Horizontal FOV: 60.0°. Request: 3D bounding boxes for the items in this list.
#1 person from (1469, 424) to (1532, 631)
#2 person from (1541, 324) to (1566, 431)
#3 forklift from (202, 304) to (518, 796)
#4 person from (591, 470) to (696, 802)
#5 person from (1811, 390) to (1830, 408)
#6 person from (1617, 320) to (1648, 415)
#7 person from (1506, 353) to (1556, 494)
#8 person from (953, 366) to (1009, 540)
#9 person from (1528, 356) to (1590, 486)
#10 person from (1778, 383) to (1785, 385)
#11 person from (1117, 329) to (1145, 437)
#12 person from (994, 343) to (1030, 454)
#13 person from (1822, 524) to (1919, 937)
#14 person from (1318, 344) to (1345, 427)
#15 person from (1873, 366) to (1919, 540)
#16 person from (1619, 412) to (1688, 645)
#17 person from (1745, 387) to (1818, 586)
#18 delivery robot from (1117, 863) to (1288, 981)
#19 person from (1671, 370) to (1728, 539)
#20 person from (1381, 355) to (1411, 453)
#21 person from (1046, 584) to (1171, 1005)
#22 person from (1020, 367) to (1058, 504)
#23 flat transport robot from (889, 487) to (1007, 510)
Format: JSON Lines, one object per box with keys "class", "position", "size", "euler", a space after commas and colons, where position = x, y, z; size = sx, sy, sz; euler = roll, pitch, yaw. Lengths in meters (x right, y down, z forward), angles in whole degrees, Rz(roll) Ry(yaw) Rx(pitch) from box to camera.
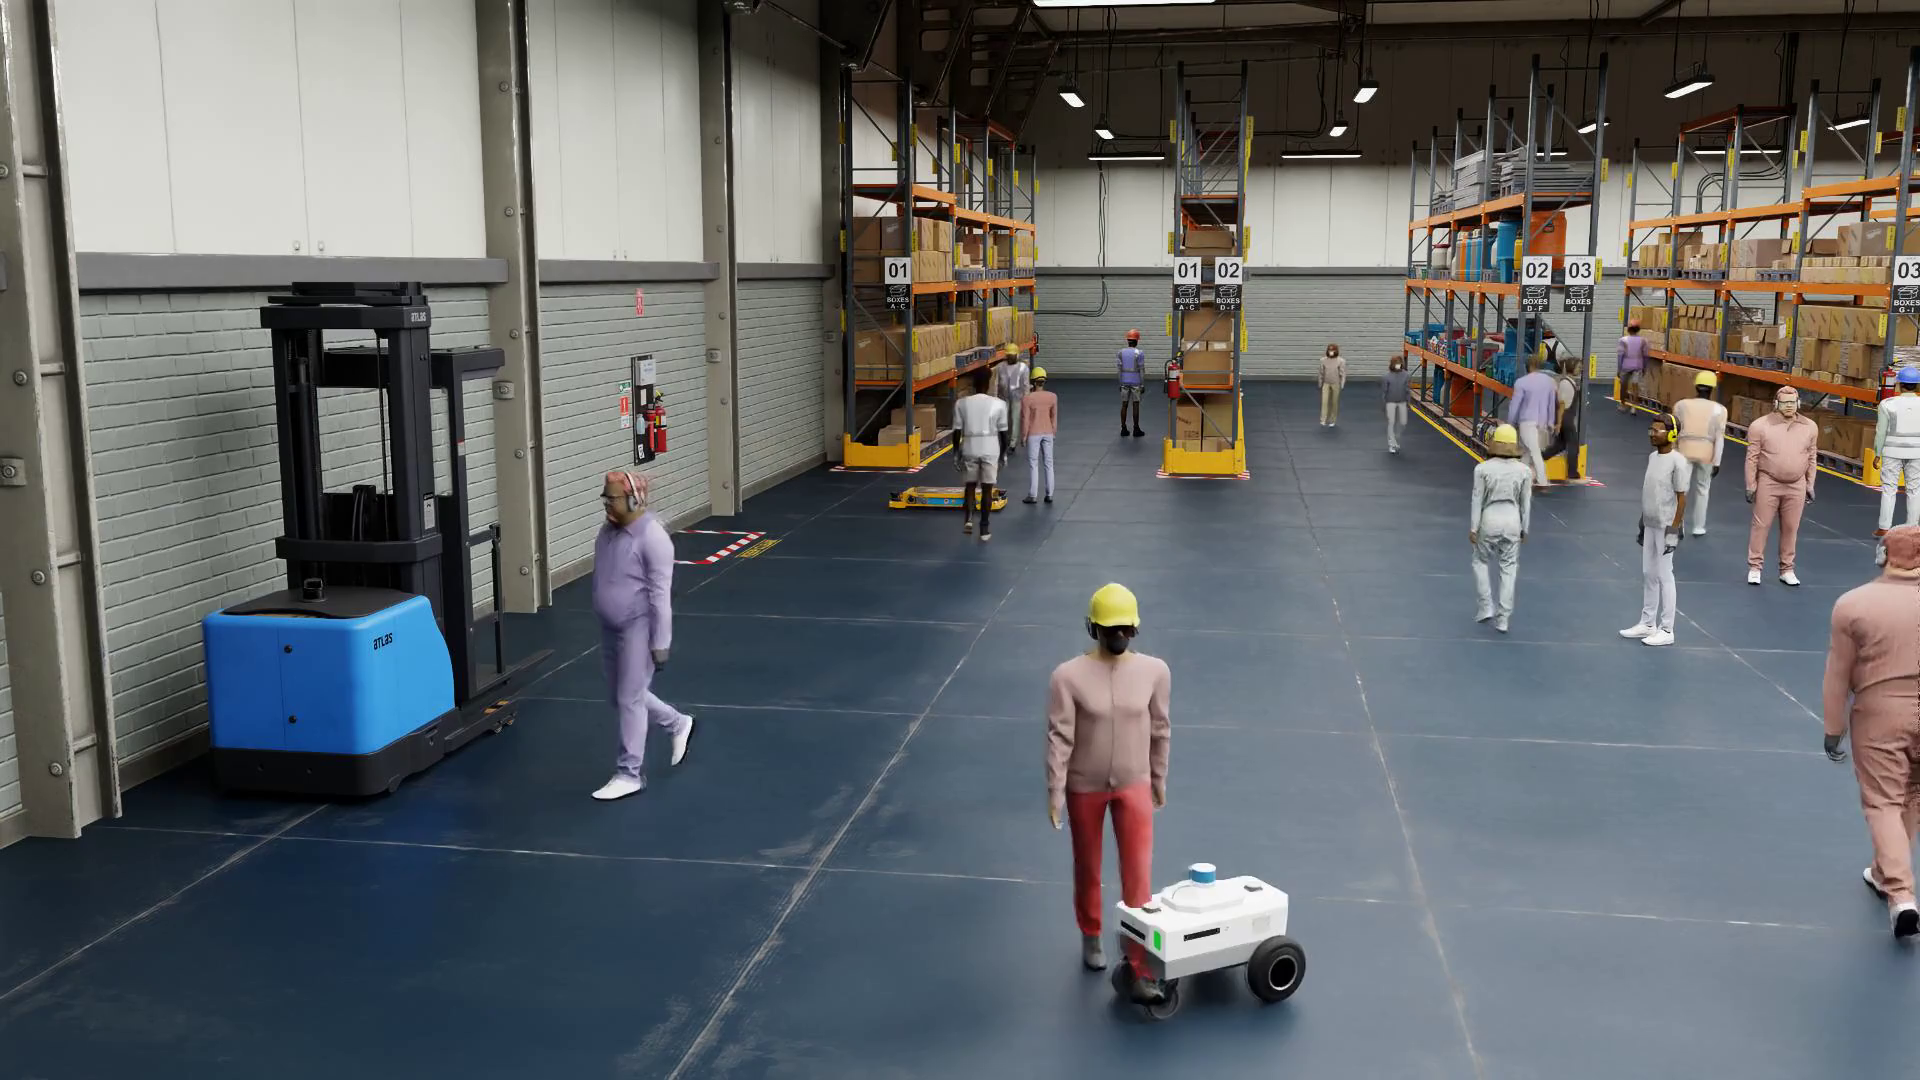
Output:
{"class": "person", "position": [4.539, -0.107, 13.989], "size": [0.506, 1.725, 0.462], "euler": [0, 9, 2]}
{"class": "person", "position": [10.984, -3.050, 31.306], "size": [0.678, 2.000, 0.537], "euler": [-1, 9, -9]}
{"class": "forklift", "position": [-3.673, -0.038, 10.147], "size": [1.129, 2.768, 1.873], "euler": [1, 9, 9]}
{"class": "person", "position": [-1.841, 0.519, 9.634], "size": [0.719, 1.890, 0.653], "euler": [-8, 12, -42]}
{"class": "person", "position": [18.128, -3.626, 34.963], "size": [0.642, 1.963, 0.559], "euler": [4, 10, 25]}
{"class": "person", "position": [14.118, -3.631, 34.943], "size": [0.633, 1.987, 1.069], "euler": [1, 9, 9]}
{"class": "person", "position": [7.774, -1.601, 22.725], "size": [0.651, 1.884, 1.012], "euler": [-4, 10, -23]}
{"class": "person", "position": [0.239, -0.984, 18.726], "size": [0.617, 1.946, 0.426], "euler": [2, 9, 11]}
{"class": "person", "position": [8.480, -1.690, 23.492], "size": [0.815, 1.818, 0.508], "euler": [3, 10, 19]}
{"class": "person", "position": [17.246, -3.597, 35.177], "size": [0.619, 1.840, 0.430], "euler": [7, 11, 36]}
{"class": "person", "position": [3.143, -2.871, 30.389], "size": [0.547, 1.938, 0.359], "euler": [6, 11, 32]}
{"class": "person", "position": [0.863, -2.364, 27.618], "size": [0.607, 1.819, 0.588], "euler": [3, 10, 16]}
{"class": "person", "position": [4.385, 0.859, 7.688], "size": [0.715, 1.847, 0.955], "euler": [1, 9, 9]}
{"class": "person", "position": [7.104, -2.951, 31.891], "size": [0.526, 1.593, 0.801], "euler": [4, 10, 23]}
{"class": "person", "position": [10.534, -0.961, 18.566], "size": [0.615, 1.950, 0.375], "euler": [3, 10, 16]}
{"class": "person", "position": [5.653, -0.097, 13.477], "size": [0.328, 1.876, 0.514], "euler": [-2, 9, -10]}
{"class": "person", "position": [7.878, -0.515, 15.957], "size": [0.655, 1.906, 0.407], "euler": [1, 9, 8]}
{"class": "delivery robot", "position": [1.011, 1.594, 6.944], "size": [0.707, 0.478, 0.477], "euler": [-5, 10, -27]}
{"class": "person", "position": [8.266, -0.956, 18.699], "size": [0.591, 1.902, 0.842], "euler": [6, 11, 32]}
{"class": "person", "position": [7.227, -2.259, 27.571], "size": [0.521, 1.623, 0.382], "euler": [0, 9, -3]}
{"class": "person", "position": [0.629, 1.040, 6.885], "size": [0.546, 1.719, 0.898], "euler": [-1, 9, -4]}
{"class": "person", "position": [1.020, -1.357, 21.583], "size": [0.523, 1.769, 0.310], "euler": [-4, 10, -25]}
{"class": "flat transport robot", "position": [-0.145, -0.540, 21.271], "size": [1.431, 0.197, 0.652], "euler": [1, 9, 9]}
